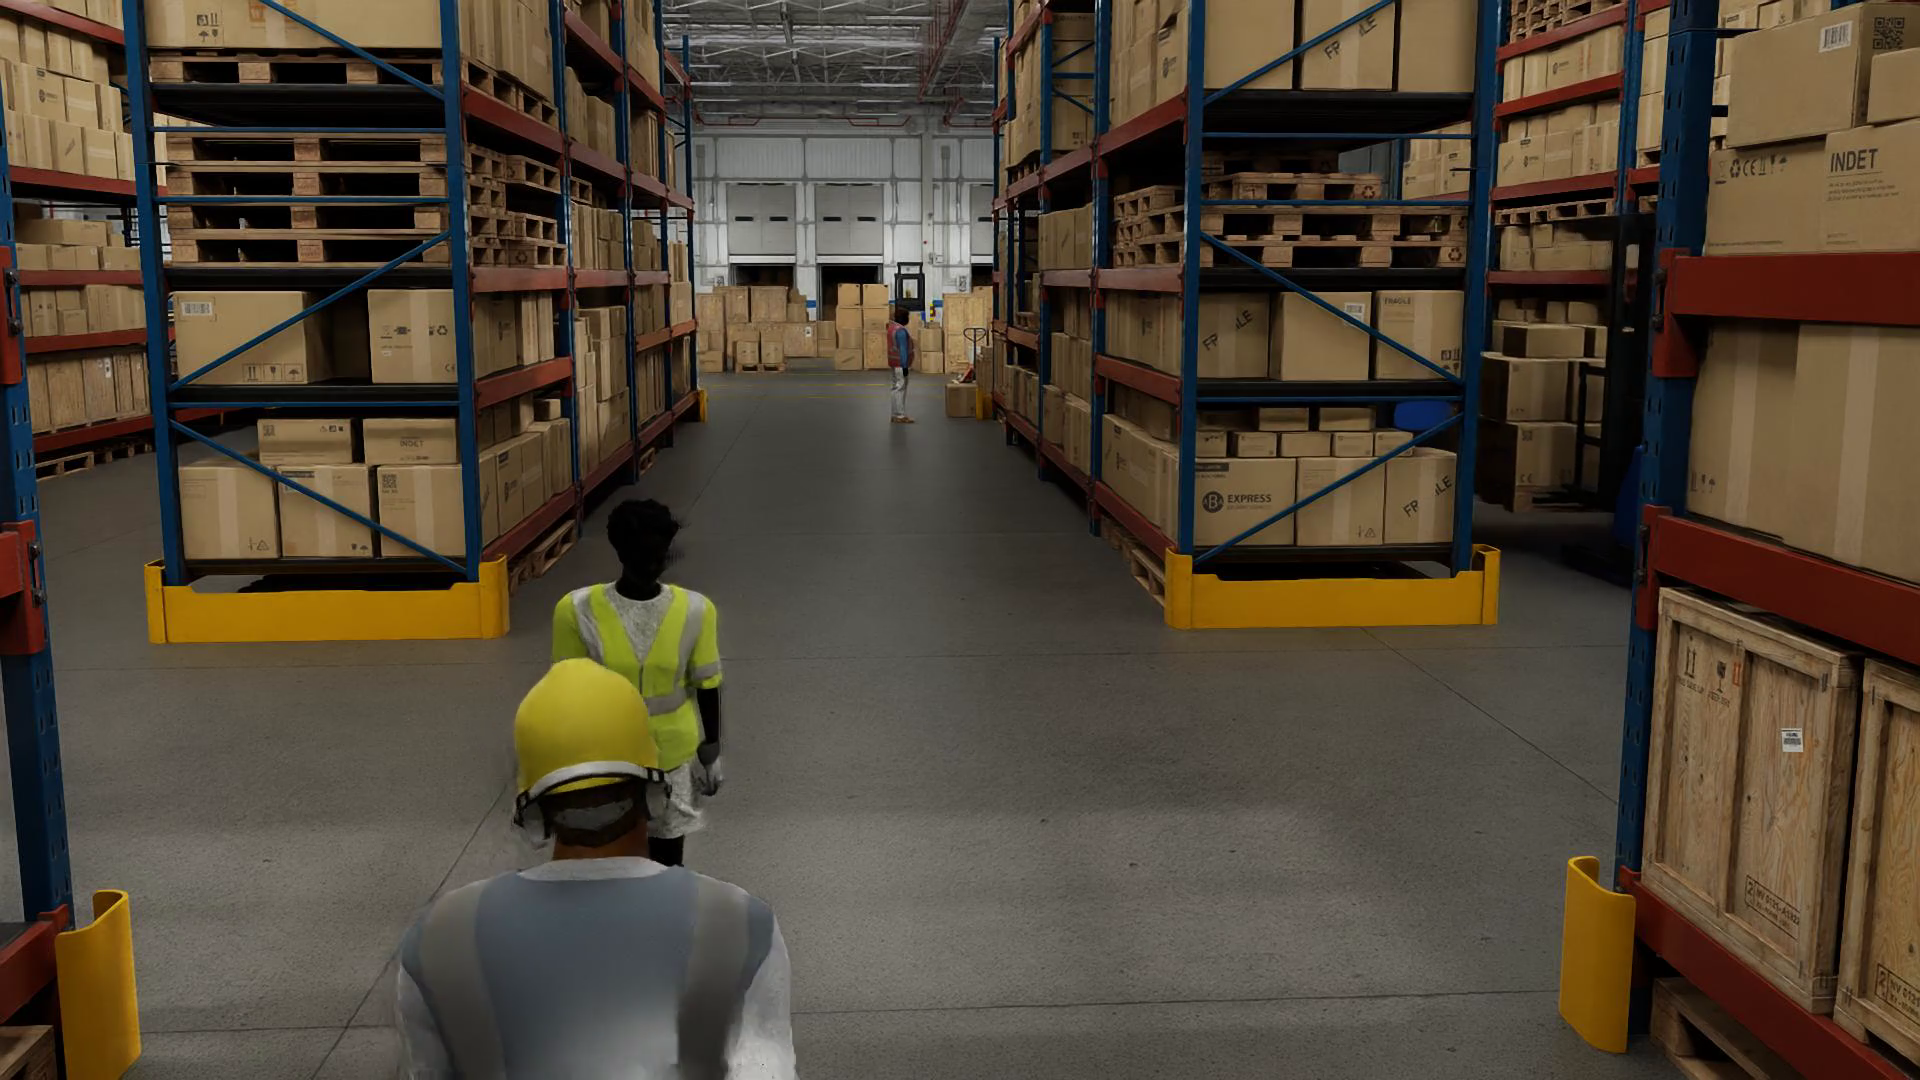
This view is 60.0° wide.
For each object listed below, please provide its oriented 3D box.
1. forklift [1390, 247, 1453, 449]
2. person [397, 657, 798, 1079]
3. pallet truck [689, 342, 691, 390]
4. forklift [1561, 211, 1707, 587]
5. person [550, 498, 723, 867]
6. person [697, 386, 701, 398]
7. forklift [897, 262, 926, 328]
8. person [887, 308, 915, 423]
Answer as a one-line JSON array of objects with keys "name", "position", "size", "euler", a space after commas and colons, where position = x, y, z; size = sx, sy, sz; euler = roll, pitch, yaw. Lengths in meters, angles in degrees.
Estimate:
[{"name": "forklift", "position": [6.051, -2.629, 22.337], "size": [1.873, 2.768, 1.129], "euler": [3, 10, 21]}, {"name": "person", "position": [-0.513, 1.085, 2.465], "size": [0.593, 1.794, 0.856], "euler": [-1, 9, -9]}, {"name": "pallet truck", "position": [-5.225, -3.008, 27.480], "size": [1.885, 1.965, 0.823], "euler": [2, 9, 14]}, {"name": "forklift", "position": [5.556, -1.073, 12.566], "size": [1.129, 2.768, 1.873], "euler": [-1, 9, -4]}, {"name": "person", "position": [-1.000, 0.698, 5.219], "size": [0.545, 1.678, 0.380], "euler": [-3, 10, -20]}, {"name": "person", "position": [-5.185, -3.355, 30.870], "size": [0.762, 1.611, 0.519], "euler": [-3, 9, -16]}, {"name": "forklift", "position": [-1.780, -8.547, 59.499], "size": [1.129, 2.768, 1.873], "euler": [-1, 9, -4]}, {"name": "person", "position": [-0.938, -2.785, 26.575], "size": [0.429, 1.840, 0.636], "euler": [-3, 10, -18]}]
